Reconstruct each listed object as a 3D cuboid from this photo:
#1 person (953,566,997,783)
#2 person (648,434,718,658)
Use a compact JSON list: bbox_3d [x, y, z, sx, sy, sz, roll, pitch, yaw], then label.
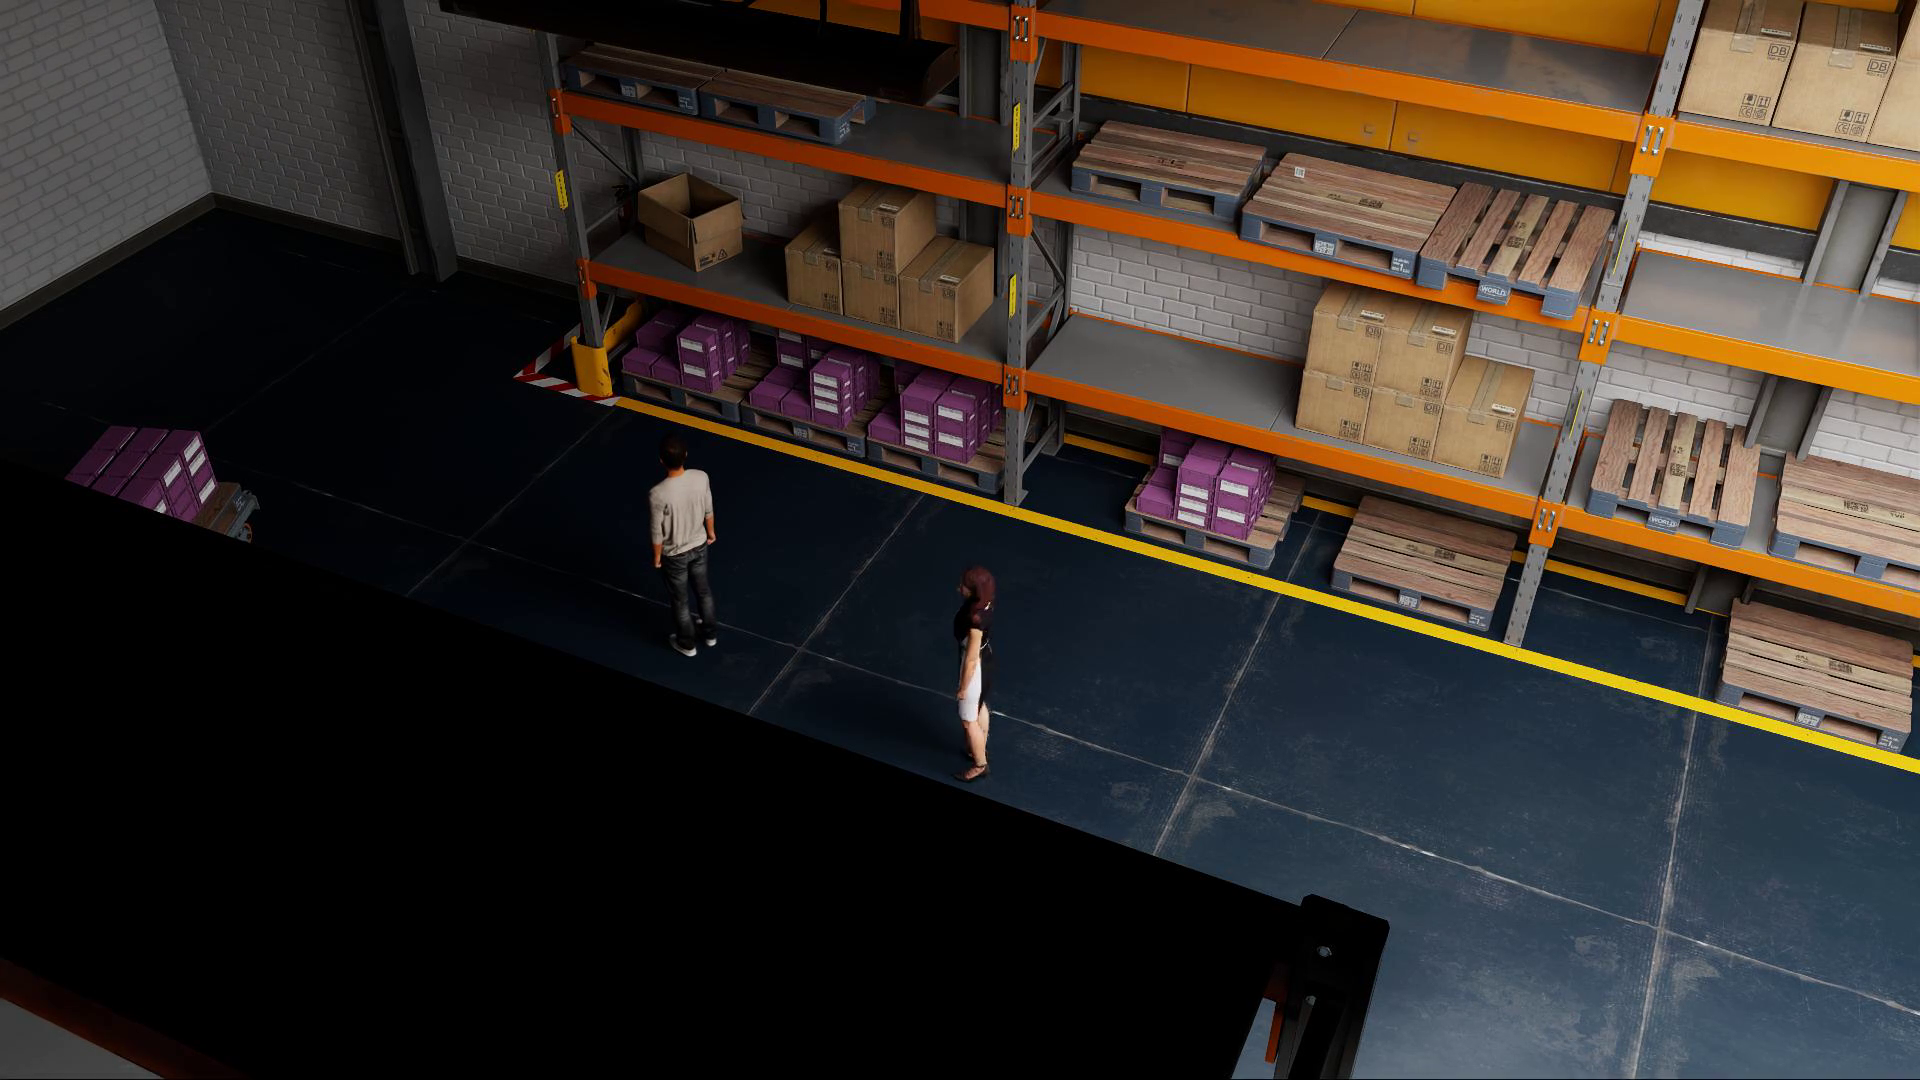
[{"bbox_3d":[0.086,0.838,10.643,0.556,1.787,0.648,15,41,18],"label":"person"},{"bbox_3d":[-1.920,0.050,11.614,0.723,1.807,0.688,-28,46,-31],"label":"person"}]
